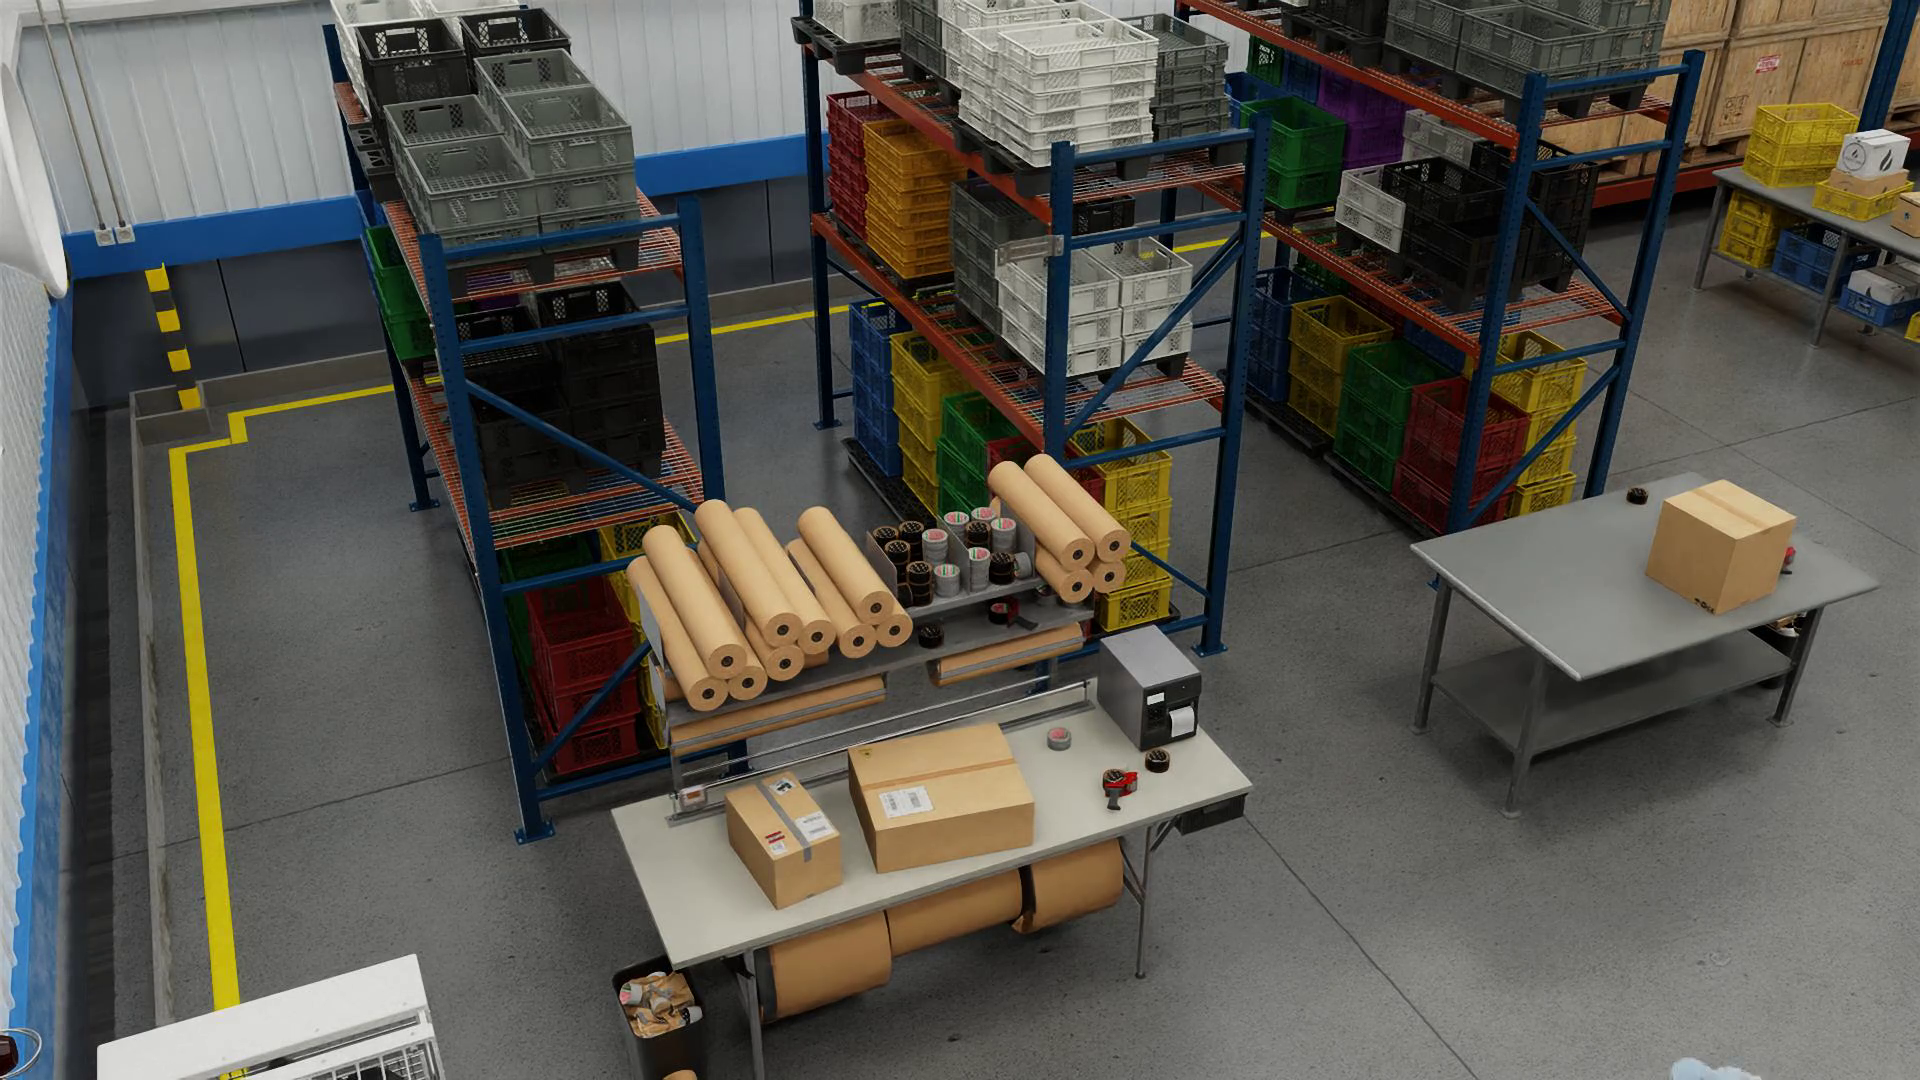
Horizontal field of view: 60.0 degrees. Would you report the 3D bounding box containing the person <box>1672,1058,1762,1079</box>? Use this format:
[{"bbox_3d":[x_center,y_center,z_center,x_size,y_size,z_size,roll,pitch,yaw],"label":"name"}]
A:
[{"bbox_3d":[2.070,2.233,4.841,0.601,1.837,0.604,-13,34,-20],"label":"person"}]
